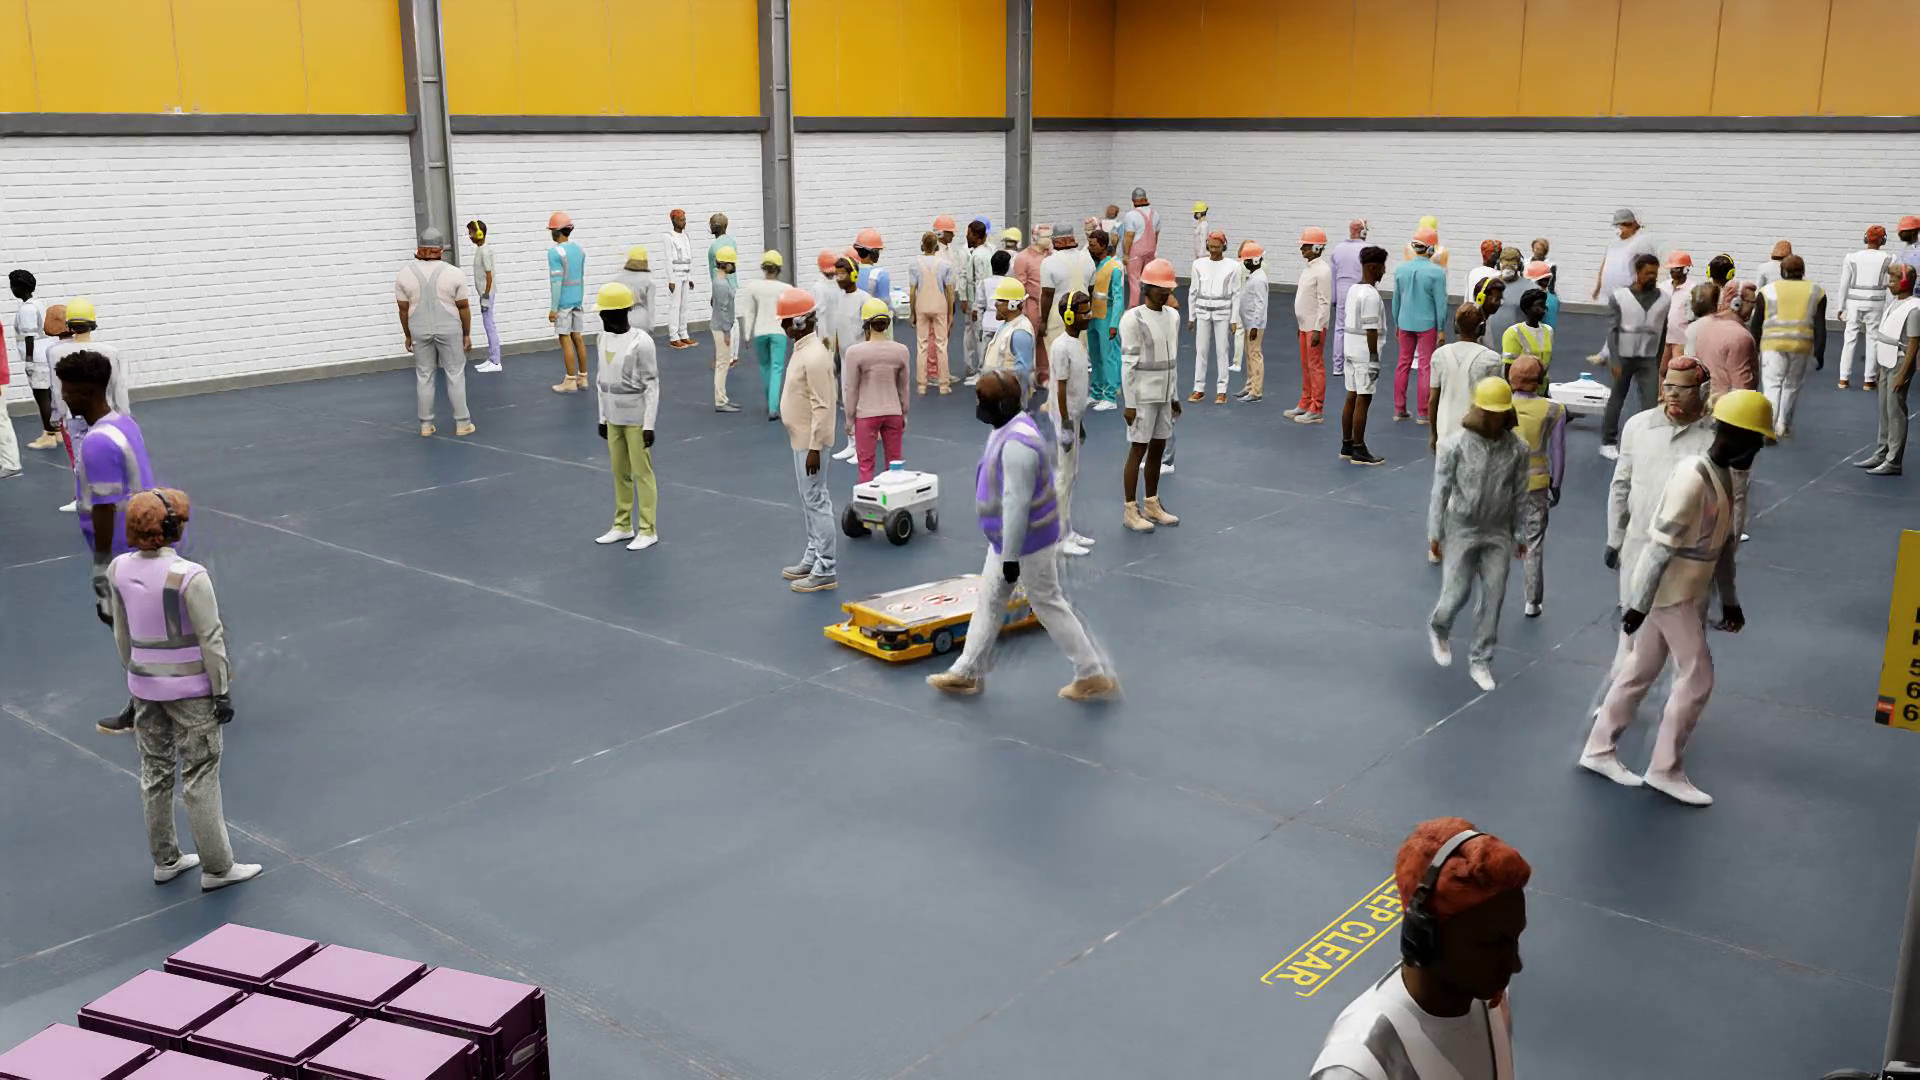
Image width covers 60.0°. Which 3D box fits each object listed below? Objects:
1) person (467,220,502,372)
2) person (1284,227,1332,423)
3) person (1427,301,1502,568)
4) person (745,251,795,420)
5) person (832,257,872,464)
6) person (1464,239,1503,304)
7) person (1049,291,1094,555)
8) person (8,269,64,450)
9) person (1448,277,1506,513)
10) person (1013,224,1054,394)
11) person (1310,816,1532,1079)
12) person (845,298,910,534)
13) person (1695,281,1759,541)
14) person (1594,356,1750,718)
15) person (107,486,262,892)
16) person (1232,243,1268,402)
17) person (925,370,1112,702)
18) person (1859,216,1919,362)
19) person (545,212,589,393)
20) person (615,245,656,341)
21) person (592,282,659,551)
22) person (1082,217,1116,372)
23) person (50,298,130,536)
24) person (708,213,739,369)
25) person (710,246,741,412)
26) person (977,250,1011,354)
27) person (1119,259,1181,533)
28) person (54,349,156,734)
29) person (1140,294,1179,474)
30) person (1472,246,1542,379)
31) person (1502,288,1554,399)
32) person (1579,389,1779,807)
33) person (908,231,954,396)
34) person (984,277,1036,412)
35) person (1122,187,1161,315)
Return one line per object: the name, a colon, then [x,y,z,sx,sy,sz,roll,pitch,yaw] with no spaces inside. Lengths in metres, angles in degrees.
person: [-5.890,-3.014,20.580,0.328,1.865,0.521,-5,15,-18]
person: [3.597,-2.201,17.059,0.378,1.996,0.611,-1,14,-5]
person: [3.454,-0.711,11.411,0.507,1.847,0.344,11,18,37]
person: [-1.943,-2.155,17.426,0.538,1.723,0.869,3,14,12]
person: [-0.976,-1.623,15.044,0.338,1.858,0.522,-12,18,-39]
person: [5.347,-2.112,16.934,0.355,1.883,0.574,-5,15,-20]
person: [0.803,-0.836,11.861,0.328,1.872,0.508,3,14,13]
person: [-8.723,-1.708,15.715,0.319,1.691,0.540,-5,15,-18]
person: [4.044,-1.123,13.026,0.336,1.865,0.521,5,15,20]
person: [0.913,-2.636,18.985,0.640,1.907,0.409,-12,18,-40]
person: [0.800,1.381,2.972,0.337,1.882,0.583,11,18,37]
person: [-0.621,-0.926,12.453,0.518,1.756,0.345,-7,16,-27]
person: [5.646,-0.952,12.263,0.410,1.903,0.643,-1,14,-3]
person: [3.551,0.028,8.336,0.651,1.906,0.403,12,18,39]
person: [-3.105,0.599,6.592,0.514,1.641,0.309,5,15,20]
person: [3.216,-2.403,18.370,0.332,1.746,0.559,0,14,0]
person: [0.340,-0.008,8.739,0.980,1.790,0.664,-1,14,-6]
person: [12.180,-3.189,21.264,1.010,1.884,0.550,0,14,1]
person: [-4.511,-2.704,18.972,0.381,2.041,0.616,5,15,19]
person: [-3.590,-2.389,18.371,0.485,1.715,0.717,1,14,5]
person: [-2.403,-0.884,11.943,0.589,1.923,0.383,12,18,39]
person: [1.647,-3.037,20.593,0.409,1.901,0.650,-6,15,-23]
person: [-6.413,-0.901,12.327,0.525,1.772,0.301,-1,14,-2]
person: [-2.967,-3.106,20.792,0.370,1.940,0.627,2,14,10]
person: [-2.487,-2.233,17.681,0.343,1.755,0.531,-2,14,-9]
person: [0.436,-2.272,17.947,0.532,1.698,0.319,9,16,31]
person: [1.457,-1.084,12.503,0.370,2.041,0.615,13,19,43]
person: [-4.156,0.019,8.288,0.479,1.940,0.624,-4,15,-17]
person: [1.752,-1.393,14.568,0.279,1.633,0.501,-3,14,-10]
person: [4.967,-1.714,15.238,0.632,1.936,0.372,6,15,22]
person: [4.709,-1.241,13.832,0.532,1.696,0.319,-8,16,-28]
person: [3.269,0.235,7.575,0.768,1.867,0.587,8,16,30]
person: [-0.323,-2.536,18.715,0.505,1.840,0.344,1,14,4]
person: [0.393,-1.175,13.291,0.403,1.833,0.590,-3,14,-11]
person: [2.842,-4.621,26.638,0.684,2.000,0.536,-10,17,-35]
